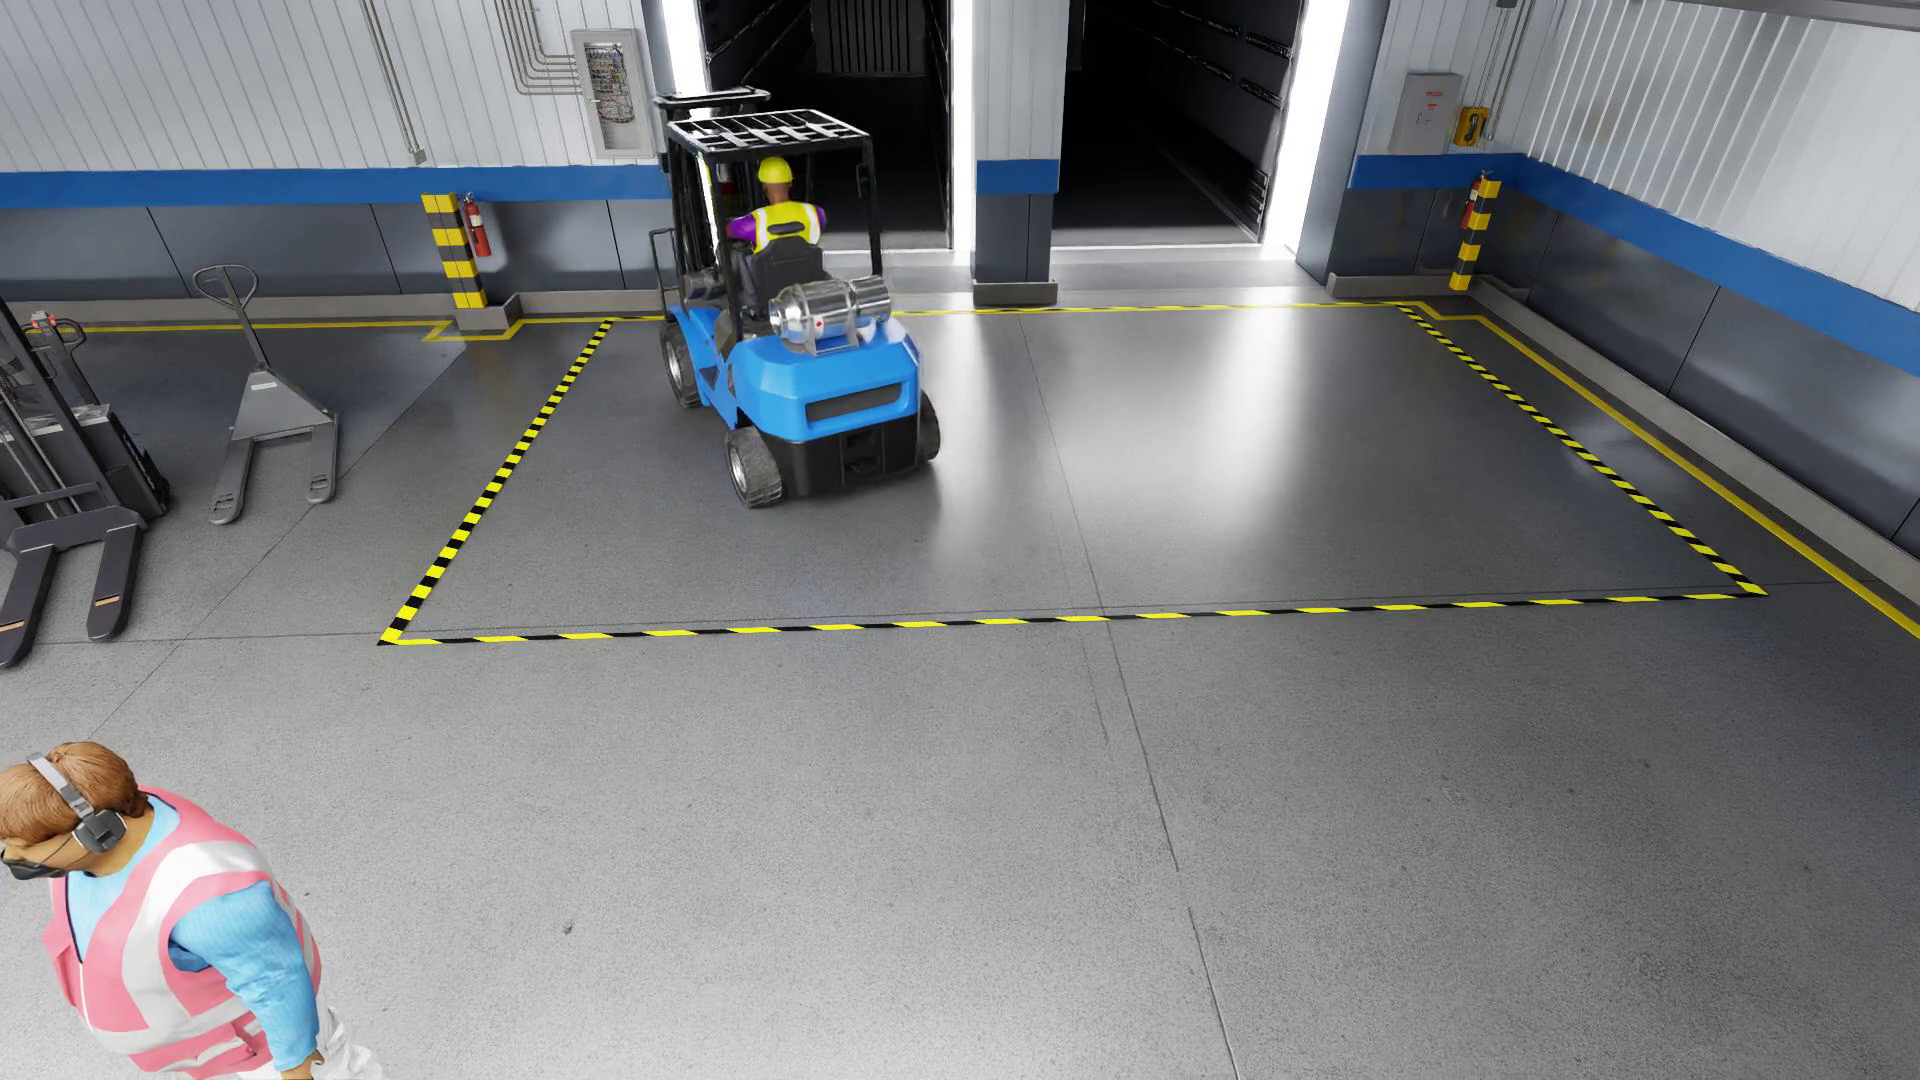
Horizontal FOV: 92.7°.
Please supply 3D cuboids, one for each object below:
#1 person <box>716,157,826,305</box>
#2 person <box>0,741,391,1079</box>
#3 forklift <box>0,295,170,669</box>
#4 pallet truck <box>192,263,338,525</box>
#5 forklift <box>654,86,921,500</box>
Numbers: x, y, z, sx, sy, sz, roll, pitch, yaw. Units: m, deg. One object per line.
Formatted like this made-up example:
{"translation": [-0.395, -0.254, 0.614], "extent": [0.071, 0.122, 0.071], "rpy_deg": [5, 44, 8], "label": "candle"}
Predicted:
{"translation": [-1.278, -1.984, 6.202], "extent": [0.635, 1.294, 1.004], "rpy_deg": [-17, 38, -23], "label": "person"}
{"translation": [-1.892, 1.212, 2.384], "extent": [0.626, 1.844, 0.429], "rpy_deg": [15, 38, 21], "label": "person"}
{"translation": [-5.212, -0.618, 4.878], "extent": [0.823, 1.965, 1.885], "rpy_deg": [-20, 39, -26], "label": "forklift"}
{"translation": [-4.778, -1.027, 6.128], "extent": [0.680, 1.201, 1.601], "rpy_deg": [-17, 38, -23], "label": "pallet truck"}
{"translation": [-1.255, -1.798, 6.263], "extent": [1.157, 2.036, 2.680], "rpy_deg": [-17, 38, -23], "label": "forklift"}
